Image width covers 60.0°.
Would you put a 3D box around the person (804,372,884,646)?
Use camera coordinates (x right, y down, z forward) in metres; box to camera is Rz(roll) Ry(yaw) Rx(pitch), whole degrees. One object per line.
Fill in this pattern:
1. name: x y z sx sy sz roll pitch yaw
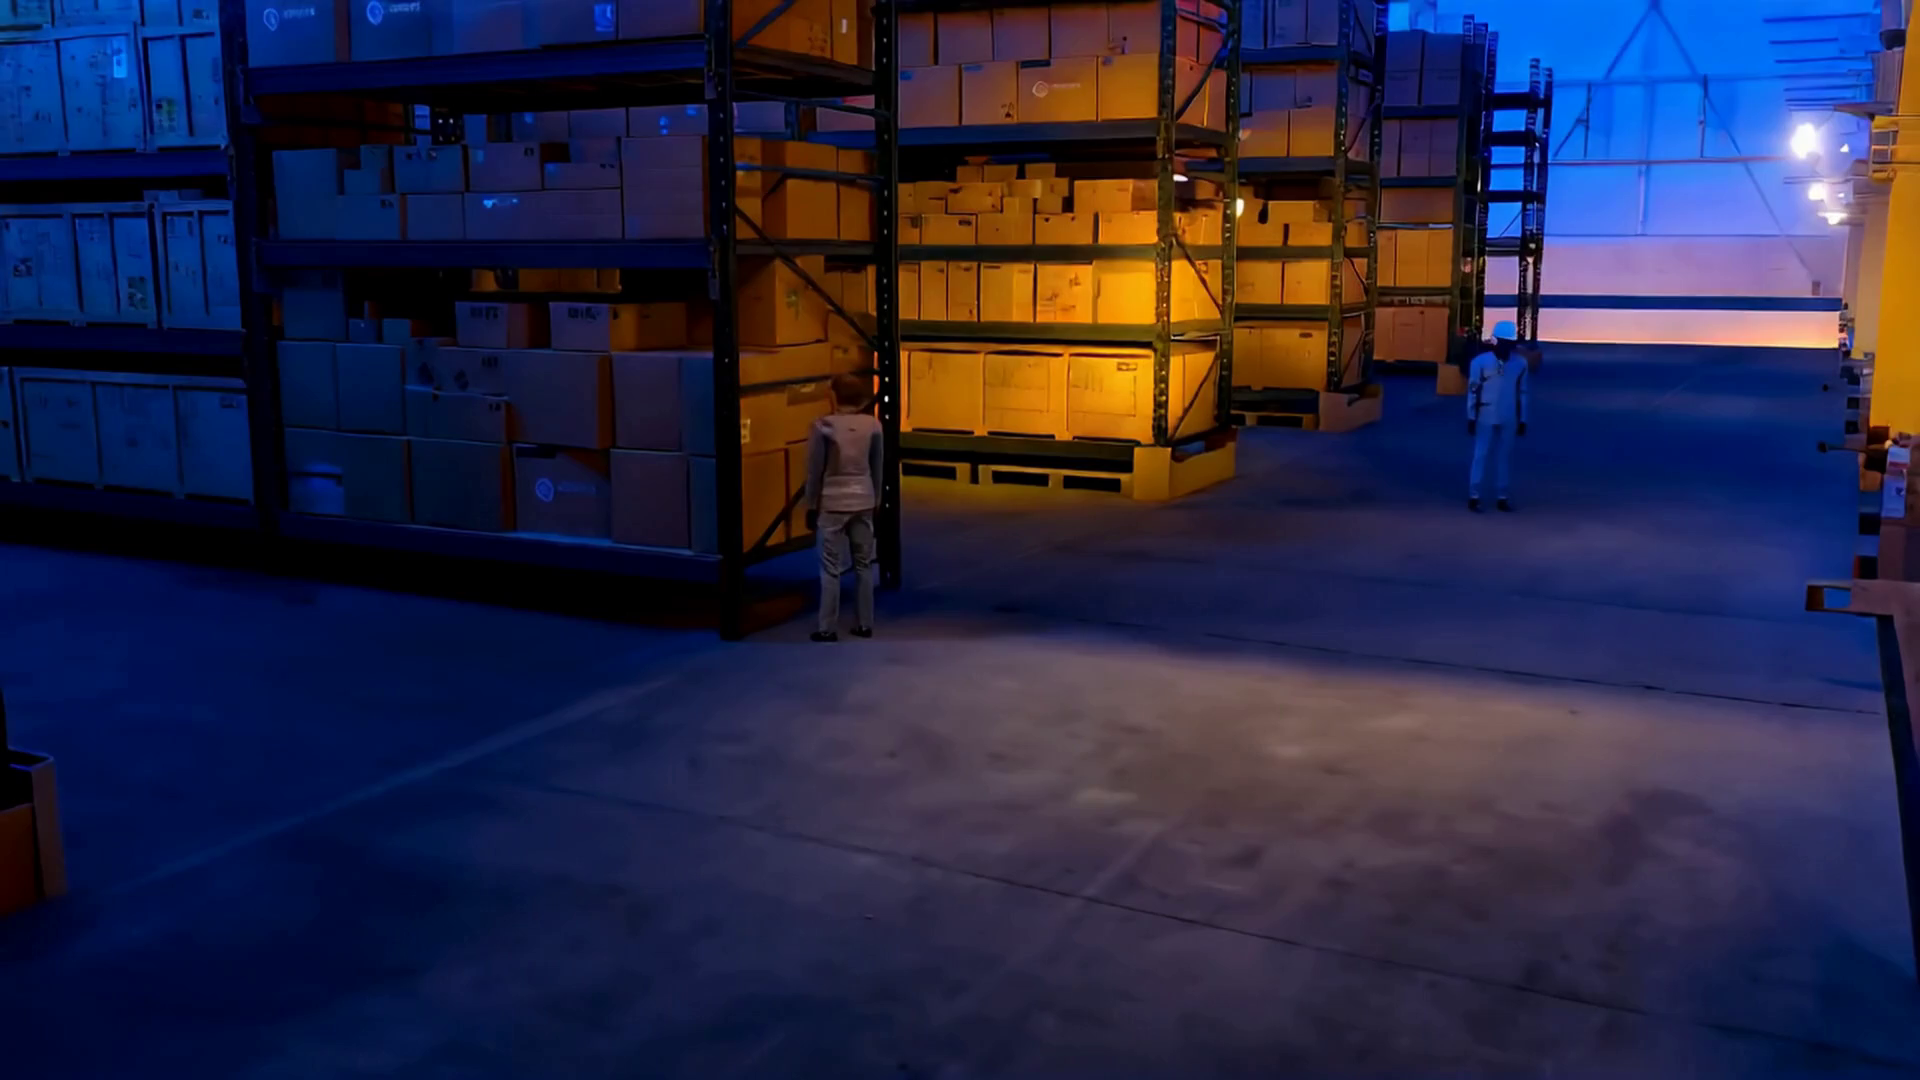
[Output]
1. person: -0.678 -0.184 9.928 0.528 1.630 0.315 -7 12 -34

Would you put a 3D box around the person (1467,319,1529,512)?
1. person: 4.849 -1.112 14.975 0.564 1.743 0.351 -1 10 -6
